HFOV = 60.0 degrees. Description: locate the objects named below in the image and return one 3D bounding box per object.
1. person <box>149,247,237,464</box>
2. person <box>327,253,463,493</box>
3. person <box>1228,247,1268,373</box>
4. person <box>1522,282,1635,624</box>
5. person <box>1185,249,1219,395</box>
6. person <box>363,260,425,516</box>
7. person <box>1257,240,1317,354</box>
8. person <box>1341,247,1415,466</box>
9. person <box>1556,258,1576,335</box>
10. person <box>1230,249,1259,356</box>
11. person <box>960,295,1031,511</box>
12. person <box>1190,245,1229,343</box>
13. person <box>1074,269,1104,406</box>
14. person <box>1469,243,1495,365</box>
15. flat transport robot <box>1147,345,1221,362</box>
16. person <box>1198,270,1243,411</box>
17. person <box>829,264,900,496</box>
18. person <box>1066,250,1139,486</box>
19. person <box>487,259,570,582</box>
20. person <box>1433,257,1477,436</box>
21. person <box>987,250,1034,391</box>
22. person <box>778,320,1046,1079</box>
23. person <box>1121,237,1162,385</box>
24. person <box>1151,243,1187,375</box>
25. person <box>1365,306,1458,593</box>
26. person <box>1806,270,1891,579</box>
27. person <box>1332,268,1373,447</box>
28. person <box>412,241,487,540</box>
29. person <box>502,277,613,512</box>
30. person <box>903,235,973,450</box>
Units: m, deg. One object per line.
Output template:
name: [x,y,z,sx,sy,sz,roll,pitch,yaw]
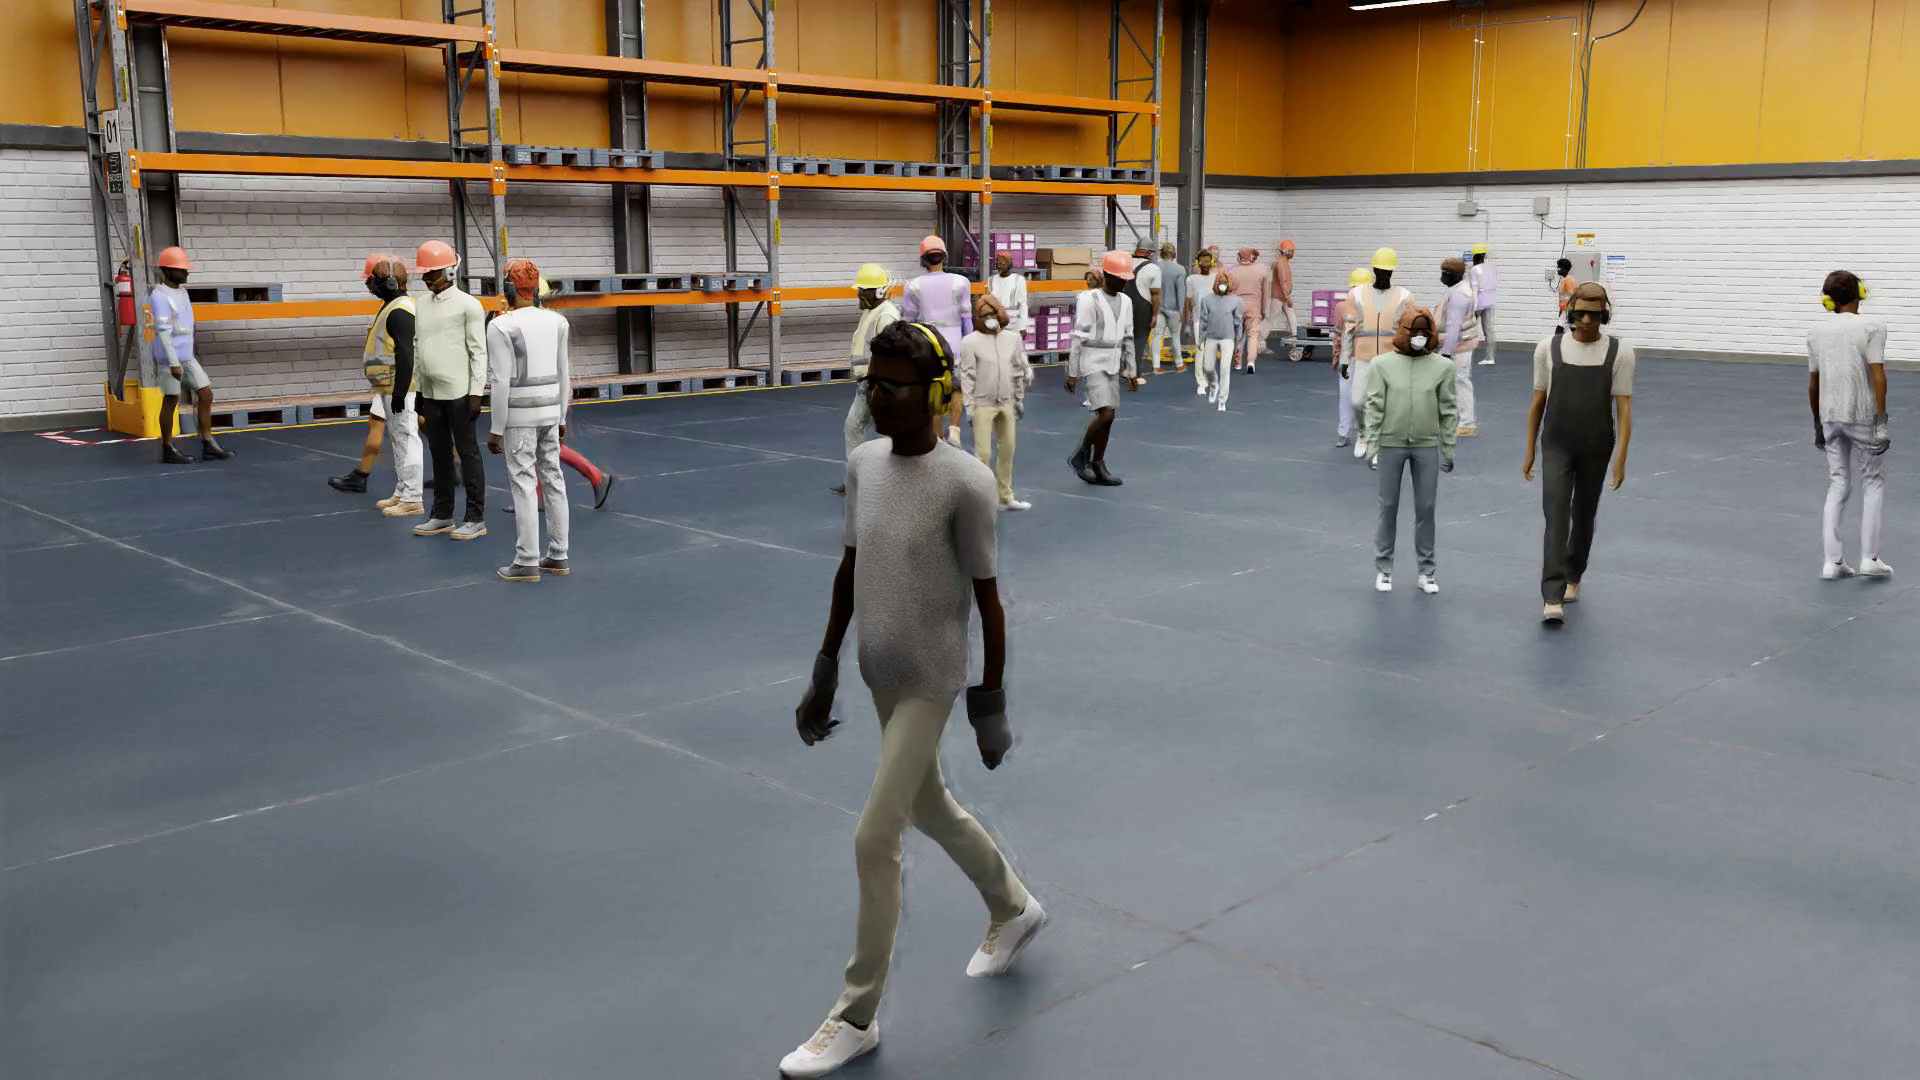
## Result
person: [-6.790,-1.610,14.668,0.760,1.911,0.584,1,10,3]
person: [-4.465,-1.308,13.132,1.013,1.885,0.562,-1,10,-8]
person: [4.231,-3.400,24.596,0.632,1.863,0.996,2,11,9]
person: [3.275,-0.474,8.840,0.521,1.784,1.010,4,11,20]
person: [3.147,-2.803,21.349,0.546,1.852,0.609,-1,10,-5]
person: [-4.097,-1.099,12.081,0.429,1.844,0.627,-5,11,-24]
person: [5.542,-4.108,28.309,1.039,1.905,0.617,5,11,24]
person: [3.682,-1.611,14.652,0.619,1.913,0.440,3,11,14]
person: [9.577,-3.609,26.247,0.853,1.643,0.554,4,11,20]
person: [4.691,-3.890,27.411,0.653,1.797,0.801,5,11,24]
person: [0.284,-0.957,11.956,0.644,1.599,0.371,-7,12,-32]
person: [4.077,-3.873,27.183,0.665,1.847,1.023,2,11,11]
person: [1.616,-2.424,19.884,0.530,1.621,0.544,8,13,36]
person: [8.073,-3.694,26.113,0.594,1.882,0.952,-6,12,-31]
flat transport robot: [3.635,-3.005,26.762,0.652,0.197,1.431,7,12,33]
person: [3.029,-2.321,19.335,0.516,1.618,0.502,3,11,15]
person: [-0.728,-1.192,12.683,0.725,1.801,0.604,-3,11,-16]
person: [1.150,-1.346,13.252,0.605,1.904,0.503,-10,14,-43]
person: [-2.525,-0.692,9.759,0.342,1.881,0.581,7,12,32]
person: [4.933,-1.924,16.681,0.589,1.808,0.665,1,10,6]
person: [0.647,-2.757,21.155,0.587,1.846,0.940,6,12,30]
person: [-0.091,0.349,4.237,0.959,1.830,0.520,-8,13,-39]
person: [2.452,-3.146,22.697,0.696,2.000,0.623,9,14,40]
person: [3.033,-3.373,24.315,0.652,1.902,0.842,6,12,31]
person: [2.559,-0.508,9.447,0.516,1.632,0.303,1,10,6]
person: [5.274,-0.681,9.862,0.521,1.814,0.611,-7,13,-34]
person: [3.896,-1.787,16.181,0.526,1.720,0.881,5,11,24]
person: [-3.430,-0.993,11.110,0.611,1.985,0.393,6,12,29]
person: [-2.958,-1.053,12.091,0.730,1.741,0.524,-3,11,-14]
person: [-0.180,-1.686,14.793,0.642,2.018,0.440,1,10,3]
